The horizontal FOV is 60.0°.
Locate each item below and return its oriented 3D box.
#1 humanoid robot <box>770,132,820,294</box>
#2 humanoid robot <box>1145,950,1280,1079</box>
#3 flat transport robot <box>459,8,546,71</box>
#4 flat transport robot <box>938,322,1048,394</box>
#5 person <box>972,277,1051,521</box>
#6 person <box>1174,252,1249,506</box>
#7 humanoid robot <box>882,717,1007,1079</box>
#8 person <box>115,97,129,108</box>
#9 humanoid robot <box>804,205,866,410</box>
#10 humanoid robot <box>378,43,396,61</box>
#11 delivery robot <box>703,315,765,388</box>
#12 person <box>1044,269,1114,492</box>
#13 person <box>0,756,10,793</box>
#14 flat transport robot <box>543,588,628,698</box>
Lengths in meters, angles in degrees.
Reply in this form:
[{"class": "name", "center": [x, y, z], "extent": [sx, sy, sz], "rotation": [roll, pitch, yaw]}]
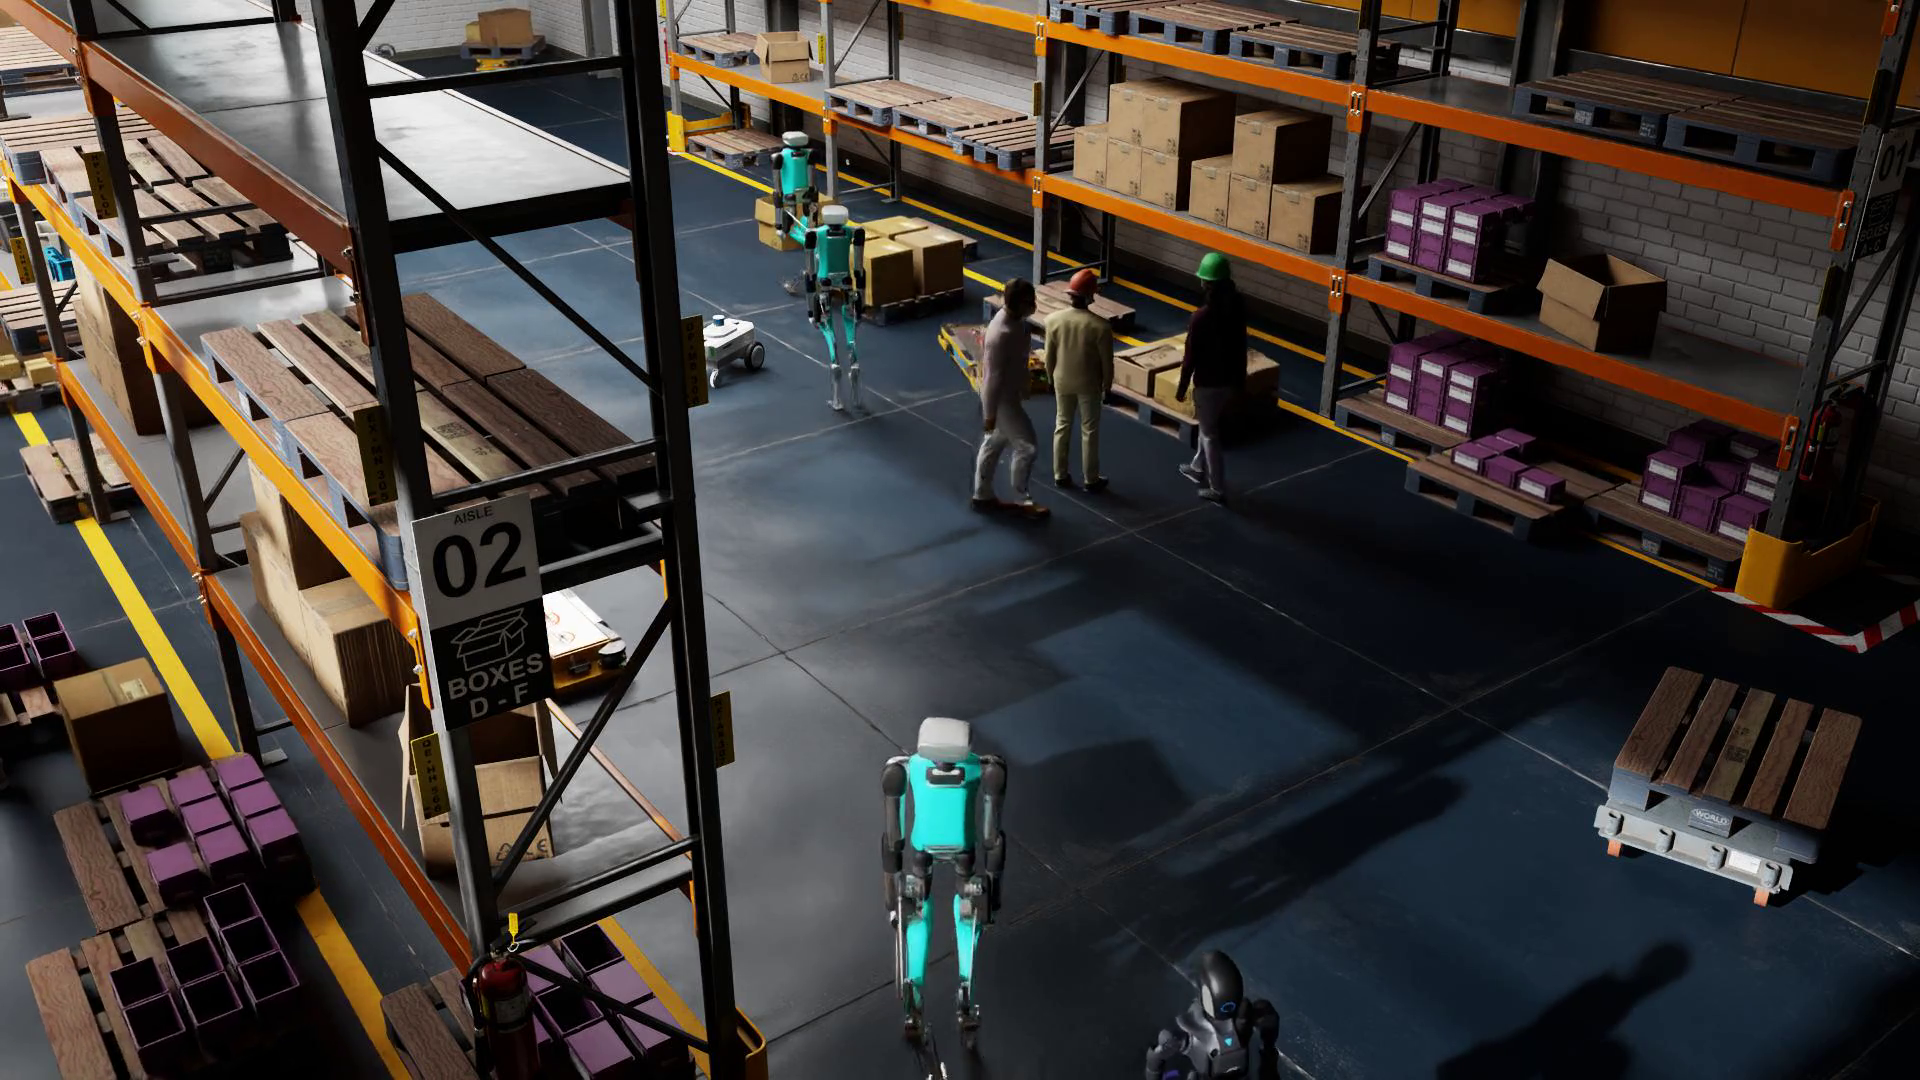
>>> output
[{"class": "humanoid robot", "center": [-1.522, -3.177, 16.704], "extent": [0.561, 1.746, 1.044], "rotation": [-22, 34, -36]}, {"class": "humanoid robot", "center": [0.916, 2.145, 6.164], "extent": [0.610, 1.647, 0.371], "rotation": [-10, 28, -20]}, {"class": "flat transport robot", "center": [-7.704, -8.147, 28.192], "extent": [0.659, 0.231, 1.431], "rotation": [0, 27, 1]}, {"class": "flat transport robot", "center": [0.288, -1.708, 15.385], "extent": [0.659, 0.231, 1.431], "rotation": [-7, 28, -14]}, {"class": "person", "center": [0.417, -1.029, 12.205], "extent": [0.763, 1.901, 0.761], "rotation": [5, 27, 10]}, {"class": "person", "center": [1.852, -1.251, 12.632], "extent": [0.504, 1.918, 0.825], "rotation": [-16, 31, -29]}, {"class": "humanoid robot", "center": [-0.061, 1.648, 7.092], "extent": [0.547, 1.800, 0.774], "rotation": [-1, 27, -2]}, {"class": "person", "center": [-10.644, -5.419, 20.849], "extent": [0.376, 1.994, 0.610], "rotation": [9, 28, 16]}, {"class": "humanoid robot", "center": [-1.001, -1.871, 14.137], "extent": [0.546, 1.855, 0.676], "rotation": [-8, 28, -15]}, {"class": "humanoid robot", "center": [-7.320, -5.561, 21.471], "extent": [0.403, 1.646, 0.583], "rotation": [-14, 30, -26]}, {"class": "delivery robot", "center": [-2.175, -1.756, 15.155], "extent": [0.499, 0.589, 0.782], "rotation": [13, 29, 24]}, {"class": "person", "center": [0.922, -1.222, 12.763], "extent": [0.560, 1.752, 0.327], "rotation": [12, 29, 23]}, {"class": "person", "center": [-5.597, 0.557, 9.064], "extent": [0.413, 1.904, 0.639], "rotation": [-17, 31, -30]}, {"class": "flat transport robot", "center": [-2.740, 0.588, 10.818], "extent": [0.659, 0.231, 1.431], "rotation": [-18, 32, -31]}]
